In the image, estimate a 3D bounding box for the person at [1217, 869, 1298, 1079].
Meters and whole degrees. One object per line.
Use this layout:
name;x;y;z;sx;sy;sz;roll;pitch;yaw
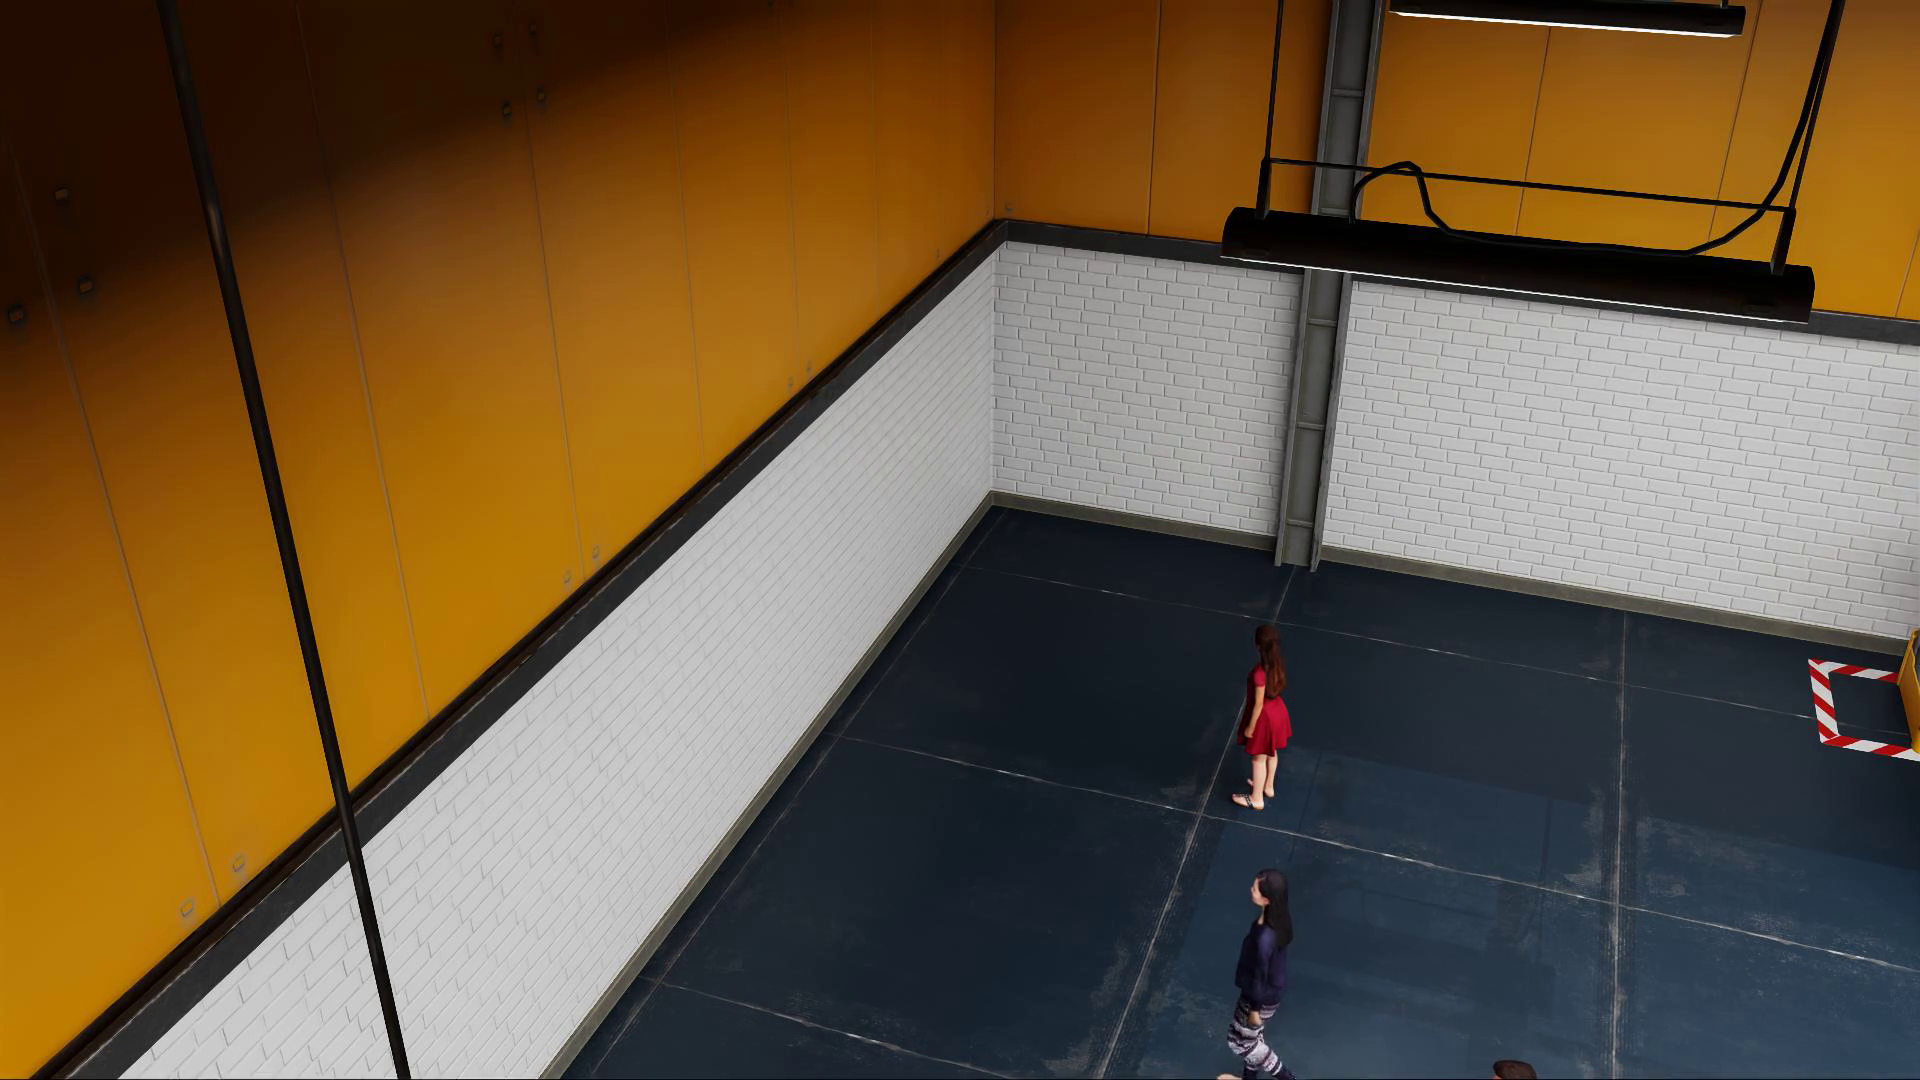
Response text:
person;1.861;2.660;9.828;0.763;1.723;0.636;12;31;22

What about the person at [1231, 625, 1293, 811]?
person;2.290;1.317;12.469;0.686;1.552;0.631;21;35;33
